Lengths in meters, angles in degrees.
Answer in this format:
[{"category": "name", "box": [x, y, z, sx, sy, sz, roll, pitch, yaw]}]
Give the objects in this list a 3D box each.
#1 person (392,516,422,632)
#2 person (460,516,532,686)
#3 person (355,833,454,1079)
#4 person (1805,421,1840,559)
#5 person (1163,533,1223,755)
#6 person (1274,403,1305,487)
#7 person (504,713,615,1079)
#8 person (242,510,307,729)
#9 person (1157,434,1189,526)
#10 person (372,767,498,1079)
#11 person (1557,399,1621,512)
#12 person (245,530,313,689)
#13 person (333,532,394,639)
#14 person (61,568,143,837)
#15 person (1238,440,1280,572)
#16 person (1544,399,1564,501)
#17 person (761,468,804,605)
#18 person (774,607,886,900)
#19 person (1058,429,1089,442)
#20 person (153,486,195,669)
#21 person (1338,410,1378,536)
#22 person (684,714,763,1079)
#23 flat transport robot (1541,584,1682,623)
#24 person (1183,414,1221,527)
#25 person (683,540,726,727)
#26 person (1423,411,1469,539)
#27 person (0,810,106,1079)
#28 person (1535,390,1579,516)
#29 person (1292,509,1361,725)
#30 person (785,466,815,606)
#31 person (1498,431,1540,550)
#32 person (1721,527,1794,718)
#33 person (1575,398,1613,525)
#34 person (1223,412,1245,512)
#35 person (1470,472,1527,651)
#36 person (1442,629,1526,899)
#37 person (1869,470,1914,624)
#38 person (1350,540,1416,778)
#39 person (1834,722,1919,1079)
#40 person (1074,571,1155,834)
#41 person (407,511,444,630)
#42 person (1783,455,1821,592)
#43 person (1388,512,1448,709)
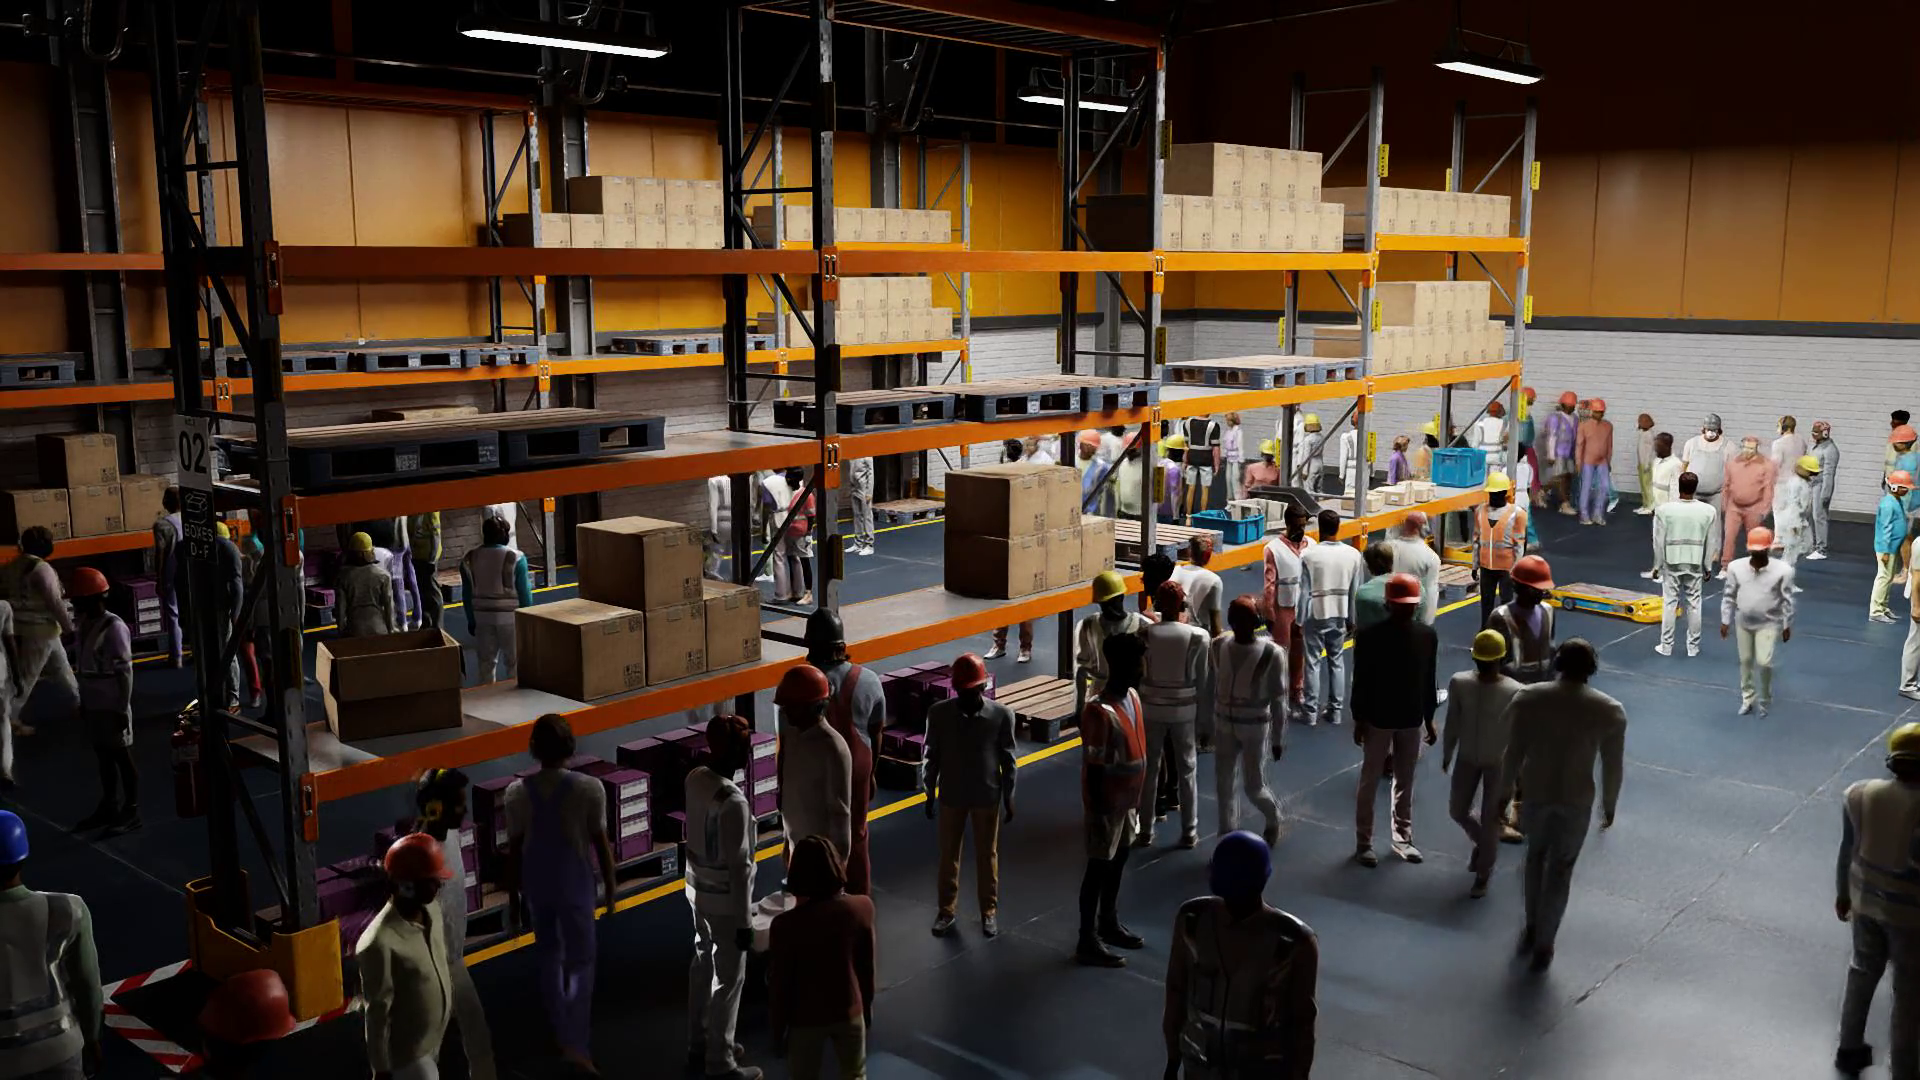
[{"category": "person", "box": [-6.162, 0.093, 18.264, 0.331, 1.865, 0.519, 6, 11, 31]}, {"category": "person", "box": [-4.061, 0.706, 14.680, 0.622, 1.840, 0.430, 2, 10, 10]}, {"category": "person", "box": [-2.349, 2.054, 6.985, 0.821, 1.717, 0.564, 2, 10, 10]}, {"category": "person", "box": [11.748, -0.681, 22.790, 0.400, 1.900, 0.647, 2, 10, 9]}, {"category": "person", "box": [1.916, 0.858, 13.806, 0.400, 1.831, 0.570, -9, 13, -42]}, {"category": "person", "box": [5.223, -1.282, 26.431, 0.359, 1.880, 0.575, -7, 12, -37]}, {"category": "person", "box": [-2.018, 1.801, 8.304, 0.550, 1.811, 0.874, 0, 10, 2]}, {"category": "person", "box": [-6.004, 0.681, 14.553, 0.388, 1.930, 0.544, 8, 12, 40]}, {"category": "person", "box": [2.651, -0.377, 20.944, 0.429, 1.912, 0.600, -2, 10, -12]}, {"category": "person", "box": [-2.373, 1.930, 7.496, 0.955, 1.821, 0.566, 4, 10, 21]}, {"category": "person", "box": [10.227, -1.357, 26.939, 0.861, 1.868, 0.685, -1, 10, -4]}, {"category": "person", "box": [-6.504, 0.517, 15.806, 0.419, 1.840, 0.574, 3, 10, 19]}, {"category": "person", "box": [-5.159, 0.792, 14.445, 0.484, 1.744, 0.295, -4, 10, -21]}, {"category": "person", "box": [-6.086, 1.142, 11.791, 0.543, 1.932, 0.376, 7, 12, 34]}, {"category": "person", "box": [3.939, -0.427, 21.742, 0.649, 1.748, 0.353, 1, 10, 6]}, {"category": "person", "box": [10.209, -1.538, 28.310, 0.526, 1.761, 0.340, 1, 10, 8]}, {"category": "person", "box": [-2.094, -0.139, 19.764, 0.578, 1.831, 0.412, -8, 12, -39]}, {"category": "person", "box": [-0.816, 1.395, 9.954, 0.682, 2.000, 0.537, -5, 11, -26]}, {"category": "person", "box": [1.844, -1.304, 26.928, 0.531, 1.758, 0.348, -1, 10, -5]}, {"category": "person", "box": [-7.815, 0.374, 16.681, 0.355, 1.834, 0.513, 7, 12, 38]}, {"category": "person", "box": [5.868, -0.973, 24.570, 0.575, 1.883, 0.355, -2, 10, -10]}, {"category": "person", "box": [-1.173, 1.774, 8.204, 0.341, 1.877, 0.577, -6, 11, -31]}, {"category": "flat transport robot", "box": [7.538, 0.711, 19.312, 0.652, 0.197, 1.431, -7, 12, -37]}, {"category": "person", "box": [3.692, -1.189, 25.423, 0.613, 2.033, 0.410, 6, 11, 30]}, {"category": "person", "box": [-2.107, 0.884, 13.585, 0.535, 1.847, 0.508, 5, 11, 27]}, {"category": "person", "box": [6.770, -0.848, 23.349, 0.624, 2.000, 0.809, -6, 11, -33]}, {"category": "person", "box": [-3.703, 2.009, 6.559, 0.605, 1.951, 0.381, -5, 11, -29]}, {"category": "person", "box": [9.677, -1.409, 26.775, 0.607, 2.026, 0.614, -6, 11, -31]}, {"category": "person", "box": [3.226, 0.683, 14.613, 0.603, 1.906, 0.399, -3, 10, -17]}, {"category": "person", "box": [-1.939, -0.070, 19.718, 0.540, 1.698, 0.317, 9, 13, 43]}, {"category": "person", "box": [7.724, -0.662, 23.189, 1.134, 1.745, 0.526, -3, 10, -20]}, {"category": "person", "box": [7.092, 0.728, 14.837, 0.579, 1.728, 0.456, 8, 13, 41]}, {"category": "person", "box": [9.787, -1.192, 25.597, 0.649, 1.970, 0.623, -1, 10, -7]}, {"category": "person", "box": [4.491, -1.278, 27.141, 0.329, 1.627, 0.542, -2, 10, -13]}, {"category": "person", "box": [5.533, 0.251, 17.167, 0.395, 1.919, 0.582, -8, 13, -41]}, {"category": "person", "box": [3.382, 1.410, 10.701, 0.539, 1.749, 0.443, 7, 12, 37]}, {"category": "person", "box": [10.514, 0.070, 18.765, 0.349, 1.740, 0.575, 7, 12, 37]}, {"category": "person", "box": [3.323, 0.949, 12.994, 0.648, 1.916, 0.493, -5, 11, -27]}, {"category": "person", "box": [4.638, 1.805, 8.168, 0.423, 1.820, 0.688, -5, 11, -29]}, {"category": "person", "box": [1.111, 1.153, 11.815, 0.605, 1.907, 0.391, 2, 10, 14]}, {"category": "person", "box": [-5.730, 0.153, 17.740, 0.379, 1.918, 0.585, -7, 12, -37]}, {"category": "person", "box": [10.355, -0.214, 20.529, 0.522, 1.710, 0.432, -8, 12, -39]}, {"category": "person", "box": [4.023, 0.668, 14.876, 0.648, 1.848, 0.994, 9, 13, 42]}]
